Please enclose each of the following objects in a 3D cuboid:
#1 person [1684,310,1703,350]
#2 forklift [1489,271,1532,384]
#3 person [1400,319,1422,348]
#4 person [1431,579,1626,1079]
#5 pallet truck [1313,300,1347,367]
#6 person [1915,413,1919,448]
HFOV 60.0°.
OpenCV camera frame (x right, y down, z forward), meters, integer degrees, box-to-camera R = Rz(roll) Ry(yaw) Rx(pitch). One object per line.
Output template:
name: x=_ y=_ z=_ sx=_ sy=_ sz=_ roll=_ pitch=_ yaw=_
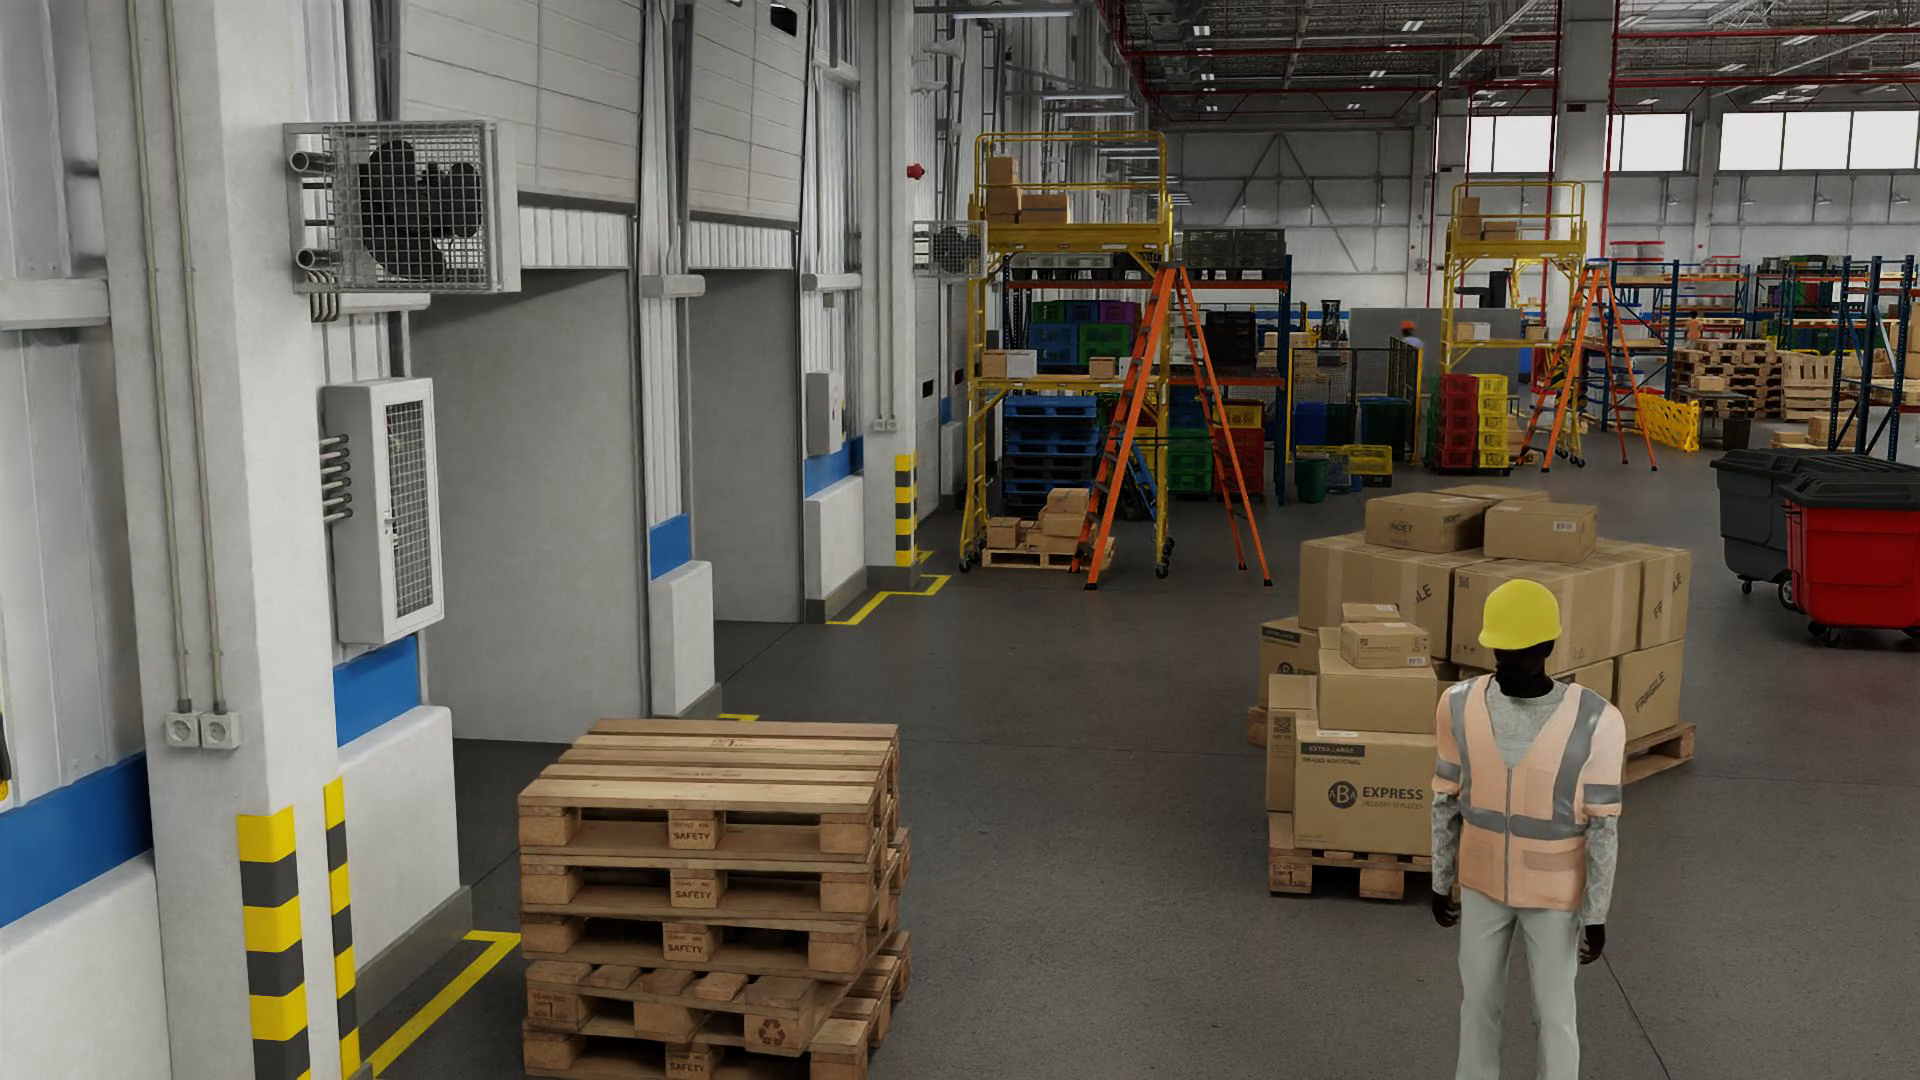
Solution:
person: x=21.732 y=-5.980 z=49.322 sx=0.545 sy=1.690 sz=0.463 roll=0 pitch=9 yaw=3
forklift: x=13.422 y=-5.322 z=41.591 sx=1.873 sy=2.768 sz=1.129 roll=1 pitch=9 yaw=9
person: x=8.387 y=-3.170 z=31.225 sx=0.556 sy=1.936 sz=0.363 roll=-2 pitch=9 yaw=-12
person: x=1.729 y=1.065 z=5.169 sx=0.585 sy=1.919 sz=0.397 roll=7 pitch=11 yaw=37
pallet truck: x=11.159 y=-6.200 z=49.718 sx=0.823 sy=1.965 sz=1.885 roll=4 pitch=10 yaw=26
person: x=15.575 y=-2.336 z=26.690 sx=0.320 sy=1.739 sz=0.485 roll=5 pitch=11 yaw=30
